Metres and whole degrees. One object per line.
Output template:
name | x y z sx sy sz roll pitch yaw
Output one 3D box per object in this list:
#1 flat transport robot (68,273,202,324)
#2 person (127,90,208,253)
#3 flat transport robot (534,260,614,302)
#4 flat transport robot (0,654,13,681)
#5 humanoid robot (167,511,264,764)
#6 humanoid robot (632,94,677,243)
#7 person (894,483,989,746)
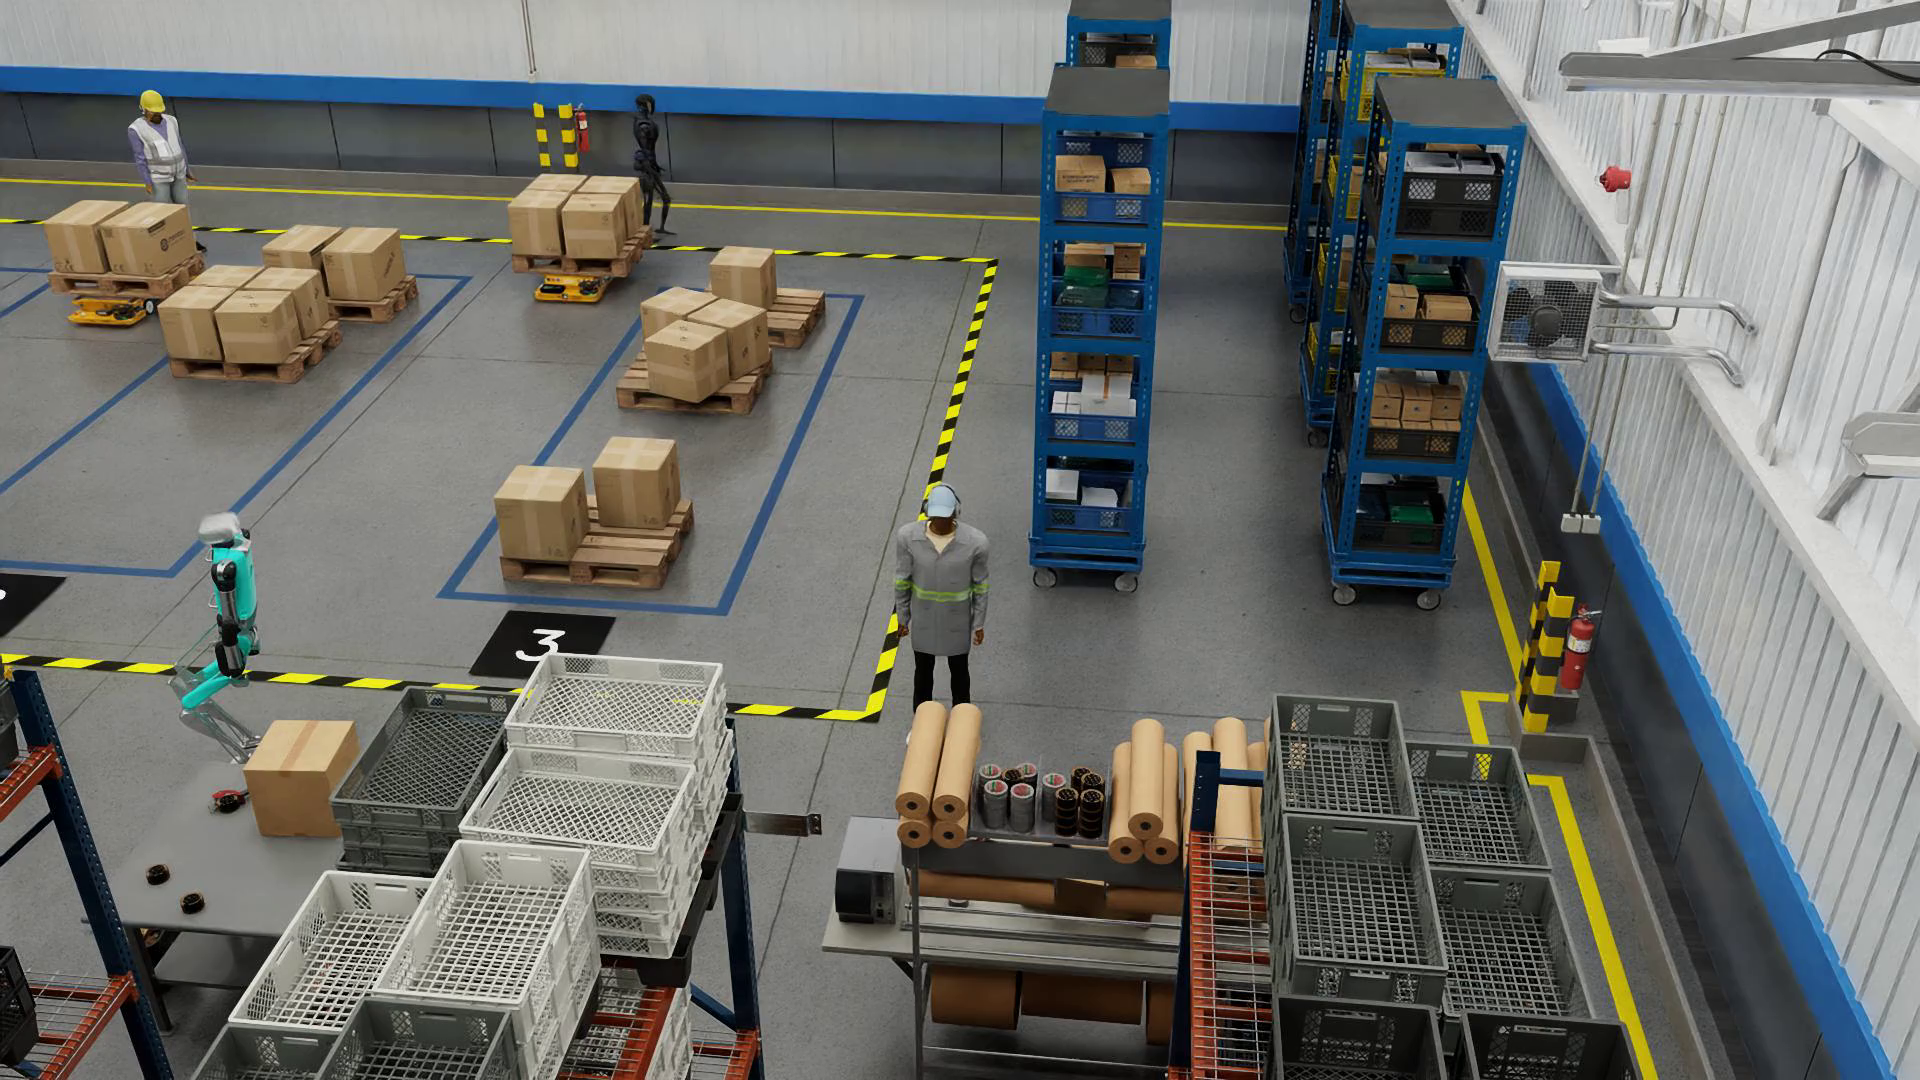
flat transport robot | -8.458 -2.574 17.067 0.652 0.197 1.431 3 30 6
person | -8.518 -3.928 17.875 0.403 1.822 0.588 17 34 26
flat transport robot | -3.961 -2.880 17.592 0.652 0.197 1.431 3 30 6
flat transport robot | -7.142 0.969 11.010 1.431 0.231 0.659 3 30 6
humanoid robot | -4.519 0.623 10.007 0.735 1.681 0.533 -5 31 -9
humanoid robot | -3.410 -4.077 18.276 0.429 1.644 0.610 -2 30 -3
person | -0.119 0.479 10.277 0.588 1.852 0.374 3 30 6
